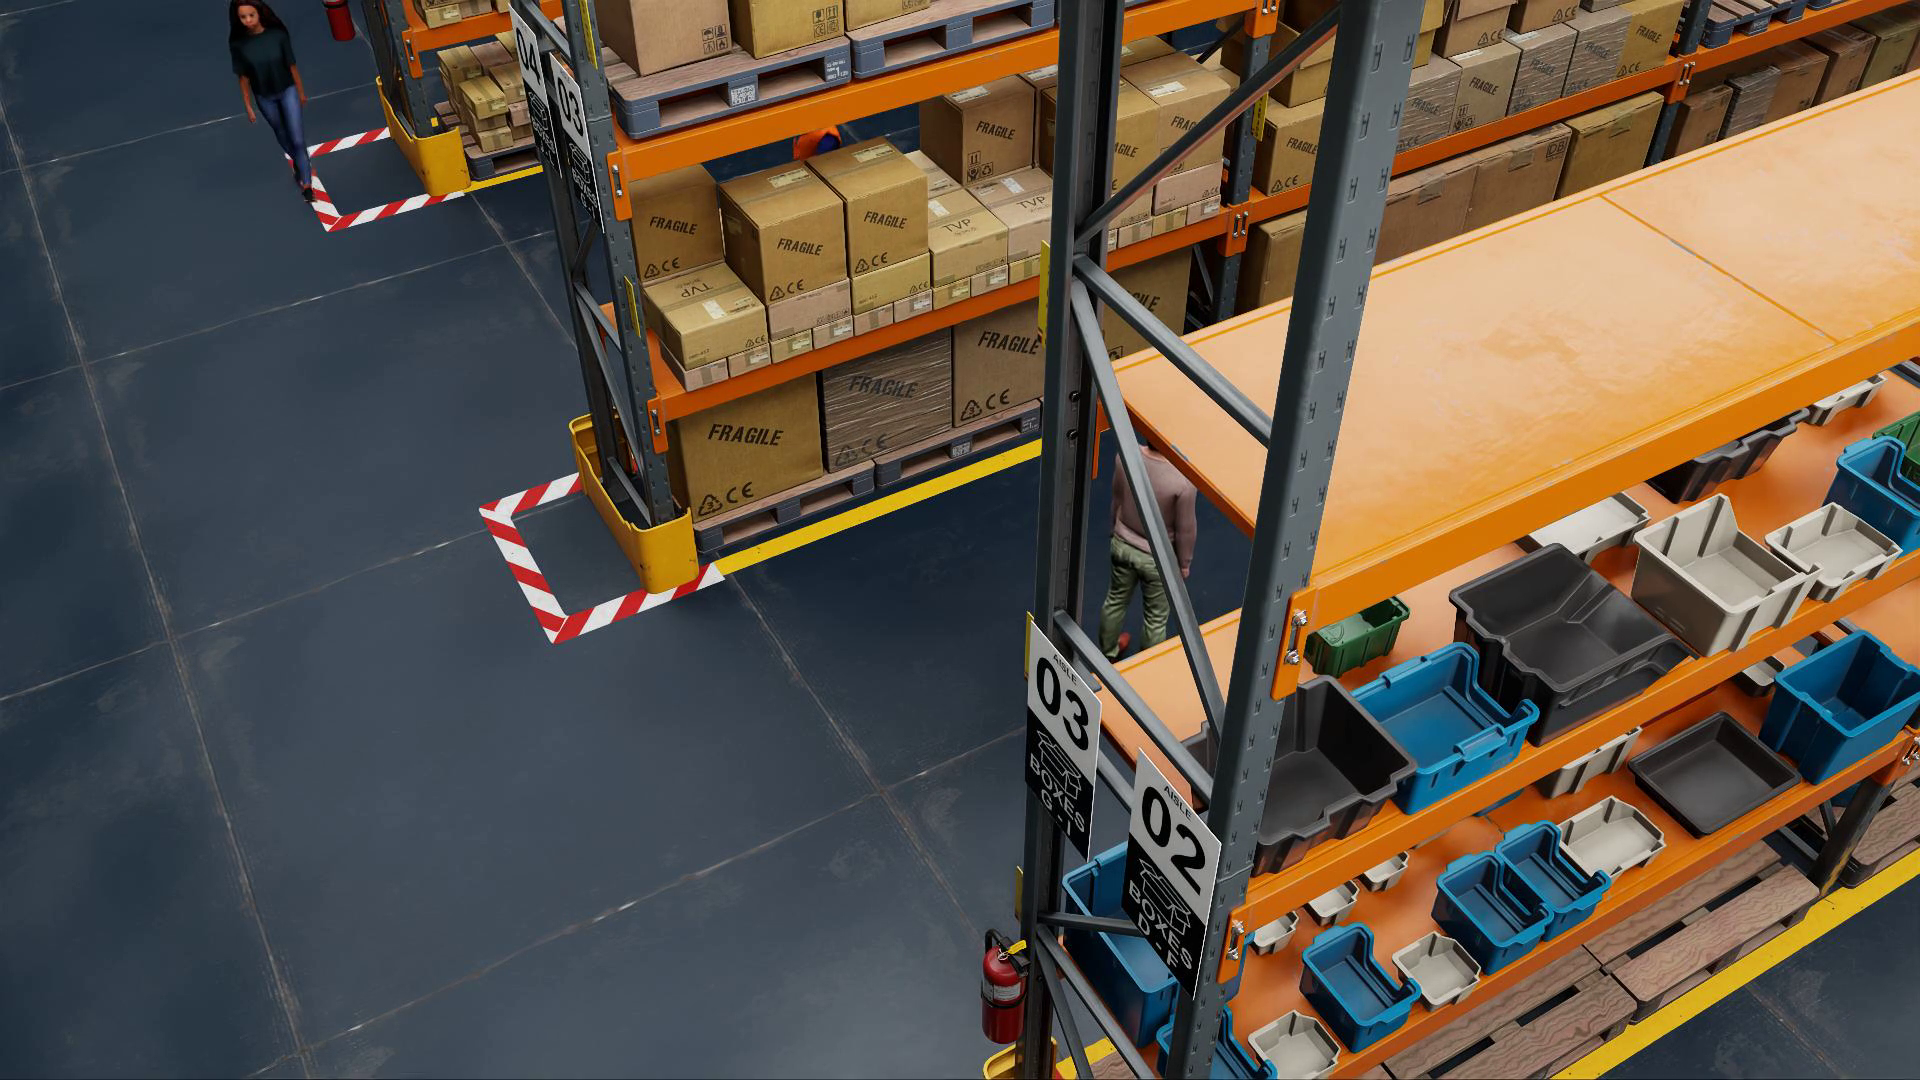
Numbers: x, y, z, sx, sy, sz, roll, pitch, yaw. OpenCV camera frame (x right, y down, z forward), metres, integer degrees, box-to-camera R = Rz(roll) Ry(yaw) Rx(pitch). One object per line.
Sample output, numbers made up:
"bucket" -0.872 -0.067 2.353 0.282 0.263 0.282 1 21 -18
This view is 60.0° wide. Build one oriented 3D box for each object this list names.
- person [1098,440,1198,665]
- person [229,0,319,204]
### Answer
"person" 0.969 0.053 8.685 0.749 1.870 0.729 28 50 26
"person" -5.179 -3.388 12.582 1.035 1.580 0.814 -13 45 -13
